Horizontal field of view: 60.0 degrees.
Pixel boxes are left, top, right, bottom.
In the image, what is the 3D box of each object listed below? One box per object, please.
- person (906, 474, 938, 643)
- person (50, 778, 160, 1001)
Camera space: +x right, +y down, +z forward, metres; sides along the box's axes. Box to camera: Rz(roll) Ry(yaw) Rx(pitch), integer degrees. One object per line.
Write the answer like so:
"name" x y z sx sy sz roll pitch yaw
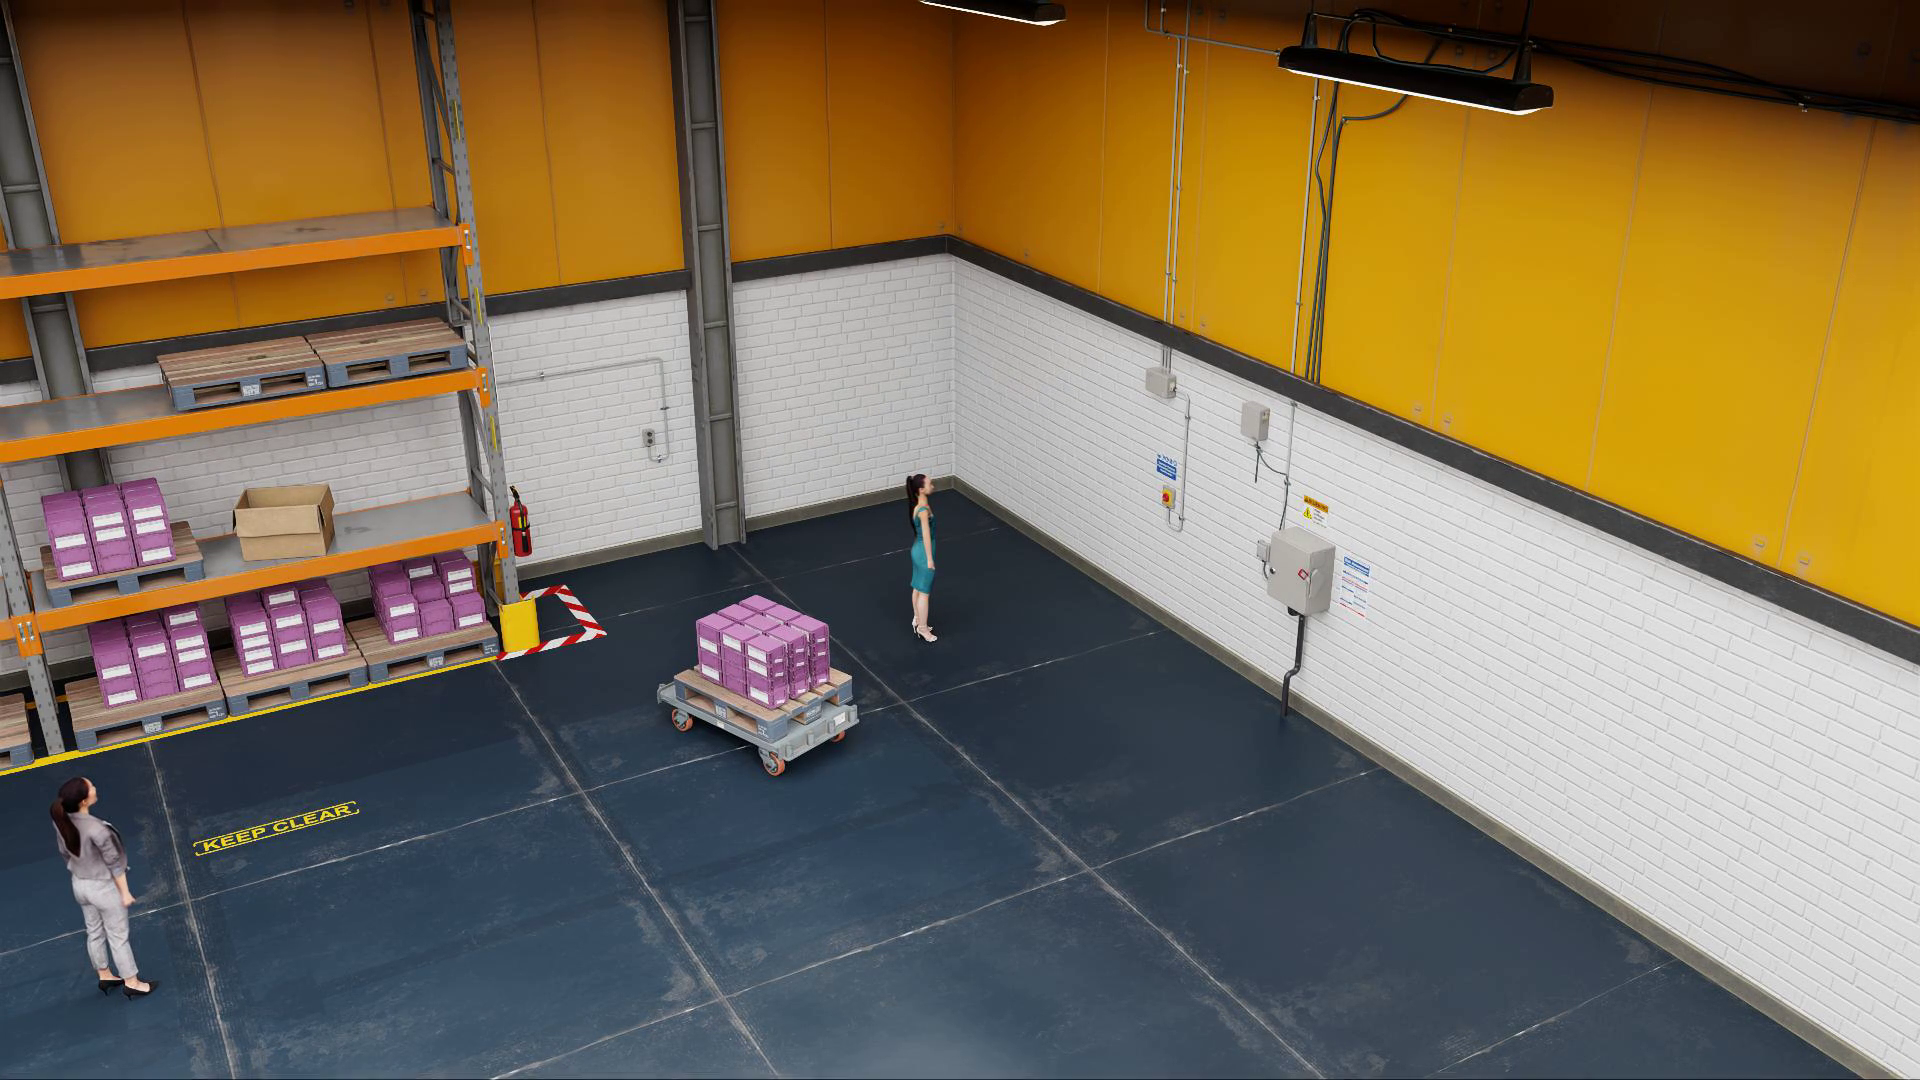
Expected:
"person" -0.350 0.155 15.930 0.585 1.686 0.602 -5 24 -10
"person" -5.700 2.312 11.007 0.728 1.678 0.774 9 25 19
